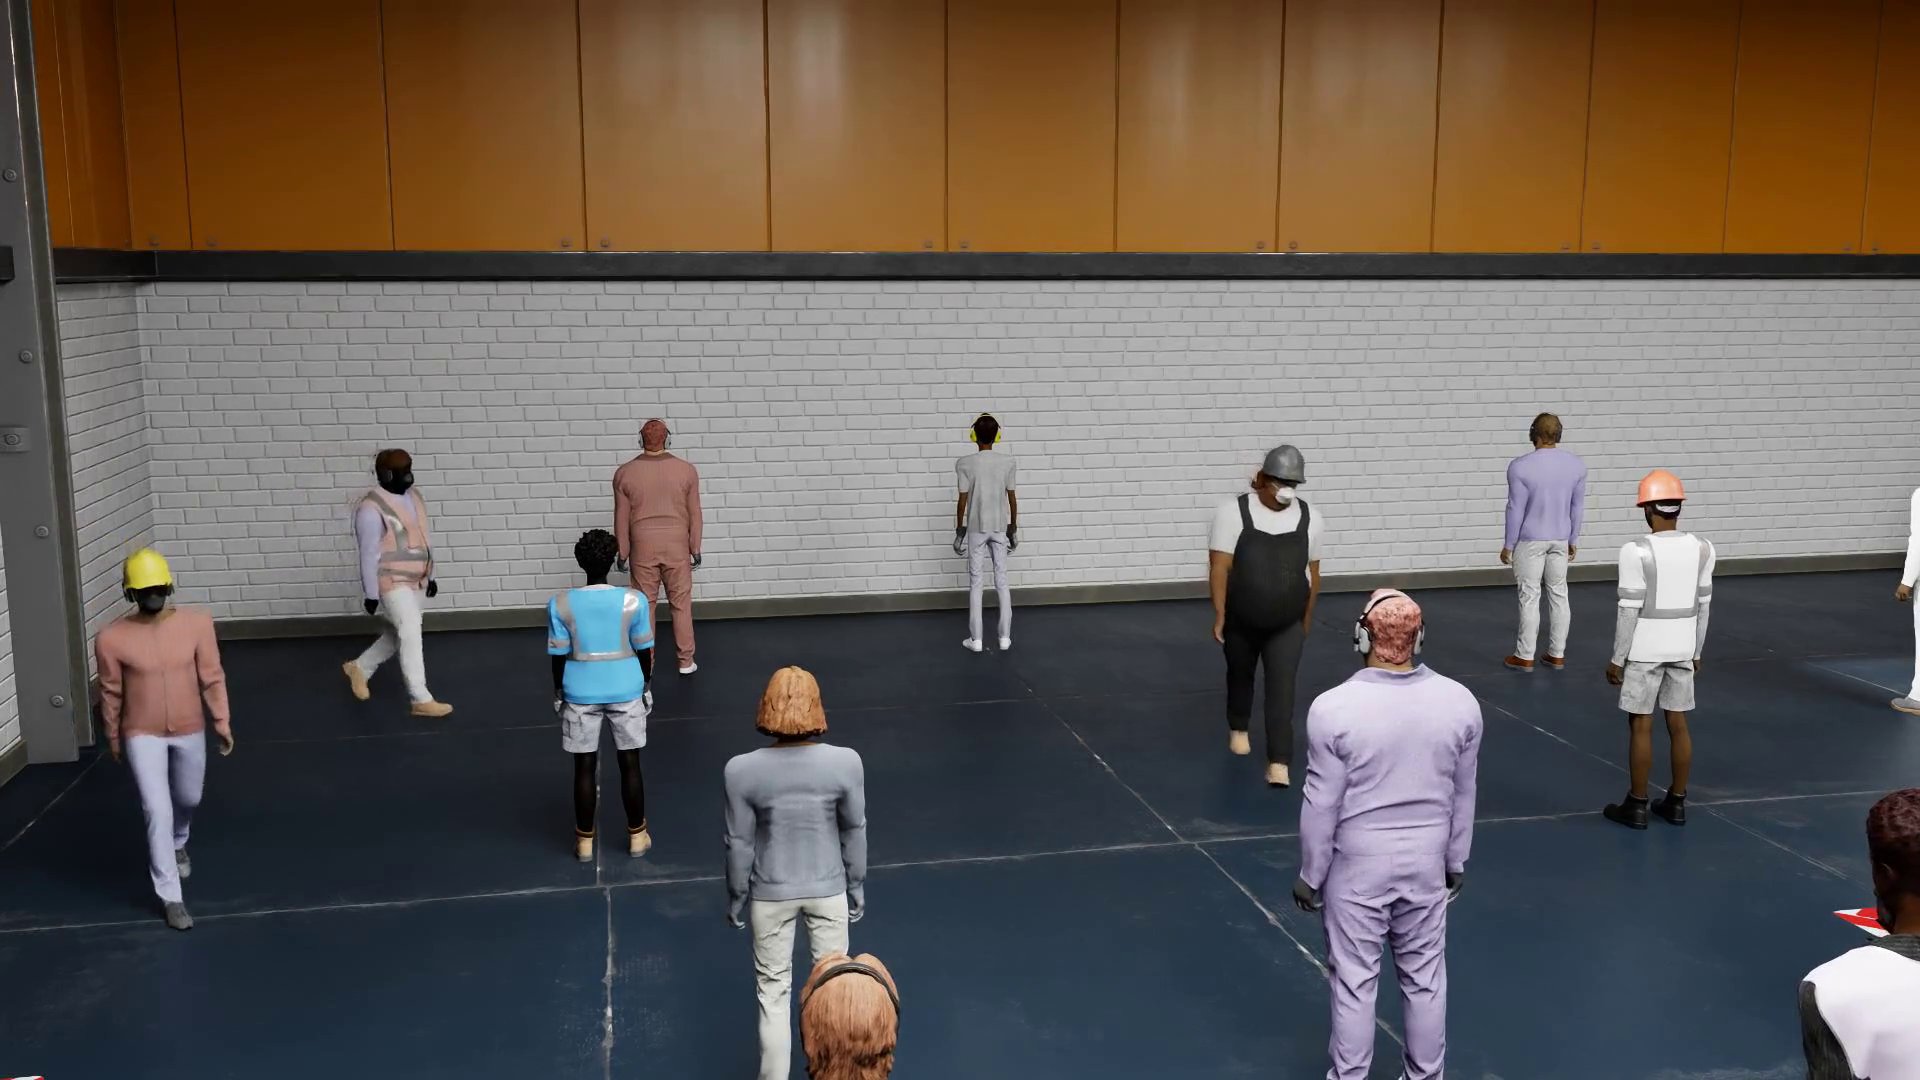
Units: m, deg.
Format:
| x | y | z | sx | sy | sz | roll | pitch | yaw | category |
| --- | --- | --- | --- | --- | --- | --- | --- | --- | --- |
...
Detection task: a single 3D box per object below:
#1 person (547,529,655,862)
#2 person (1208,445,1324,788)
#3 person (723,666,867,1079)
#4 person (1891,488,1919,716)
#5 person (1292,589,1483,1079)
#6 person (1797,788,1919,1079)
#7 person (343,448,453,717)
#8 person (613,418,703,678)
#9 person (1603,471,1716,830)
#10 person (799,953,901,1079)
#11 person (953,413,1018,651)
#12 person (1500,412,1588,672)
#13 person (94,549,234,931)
| x | y | z | sx | sy | sz | roll | pitch | yaw | category |
| --- | --- | --- | --- | --- | --- | --- | --- | --- | --- |
| -1.809 | 0.786 | 8.426 | 0.531 | 1.698 | 0.320 | -2 | 9 | -11 | person |
| 1.821 | 0.369 | 9.928 | 0.686 | 2.000 | 1.061 | 1 | 9 | 5 | person |
| -0.572 | 1.245 | 5.823 | 0.498 | 1.634 | 0.279 | -2 | 9 | -11 | person |
| 6.571 | 0.247 | 11.150 | 0.573 | 1.883 | 0.355 | -2 | 9 | -11 | person |
| 1.463 | 1.114 | 5.792 | 0.639 | 1.911 | 0.406 | -2 | 9 | -11 | person |
| 2.022 | 1.478 | 3.562 | 0.587 | 1.913 | 0.391 | -2 | 9 | -11 | person |
| -3.828 | 0.276 | 11.186 | 0.800 | 1.823 | 0.627 | 2 | 9 | 11 | person |
| -2.206 | 0.064 | 12.190 | 0.639 | 1.911 | 0.406 | -2 | 9 | -11 | person |
| 3.725 | 0.591 | 8.921 | 0.542 | 1.927 | 0.374 | -2 | 9 | -11 | person |
| -0.211 | 1.640 | 3.393 | 0.514 | 1.642 | 0.310 | -2 | 9 | -11 | person |
| 0.200 | -0.059 | 13.052 | 0.521 | 1.874 | 0.328 | -2 | 9 | -11 | person |
| 4.325 | 0.017 | 12.382 | 0.627 | 1.941 | 0.371 | -2 | 9 | -11 | person |
| -3.750 | 0.871 | 7.800 | 0.518 | 1.733 | 0.849 | -8 | 12 | -40 | person |
